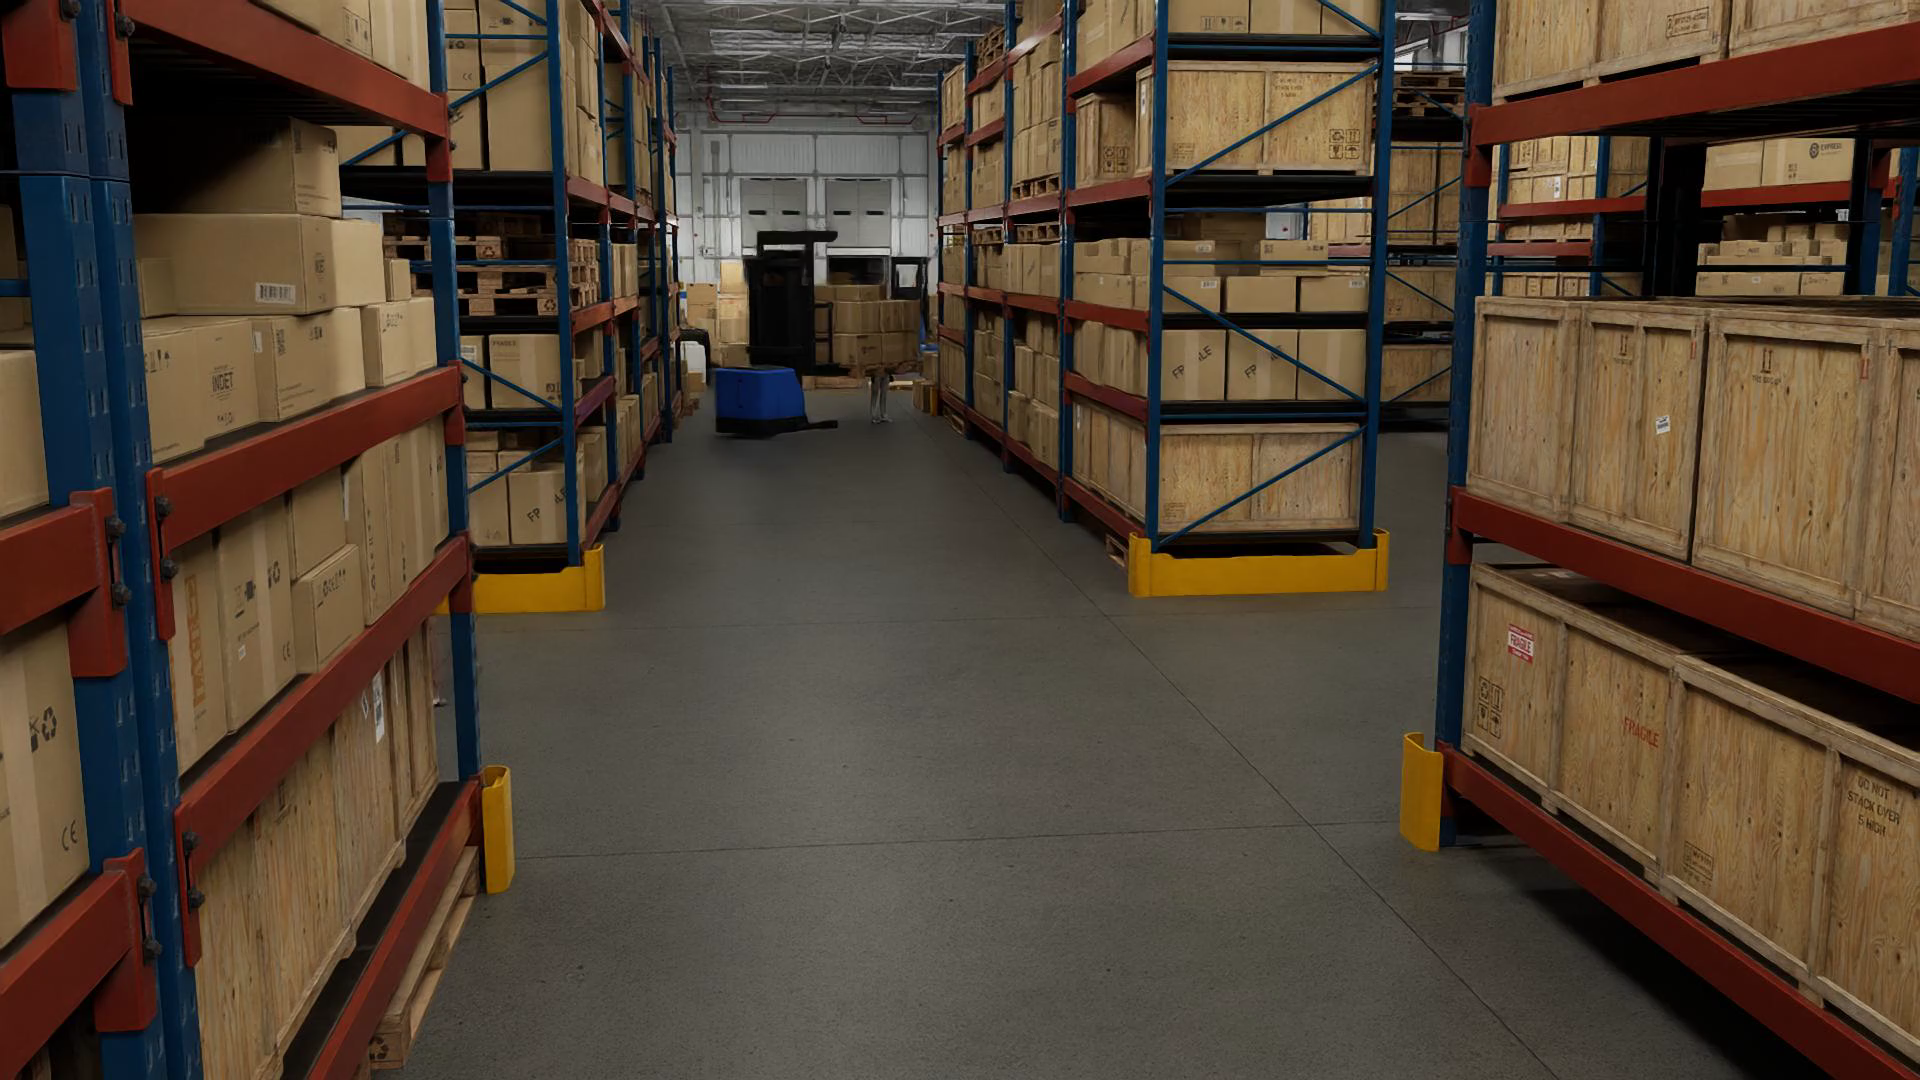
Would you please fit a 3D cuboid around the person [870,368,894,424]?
[{"bbox_3d":[-1.358,-2.825,28.617,0.311,1.642,0.513,9,13,43],"label":"person"}]

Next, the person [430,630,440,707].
[{"bbox_3d":[-3.641,0.146,10.578,0.657,1.887,0.673,0,10,-1],"label":"person"}]

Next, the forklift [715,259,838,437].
[{"bbox_3d":[-2.996,-3.137,26.831,1.129,2.768,1.873,6,12,32],"label":"forklift"}]

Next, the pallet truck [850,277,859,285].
[{"bbox_3d":[-3.782,-9.391,65.808,1.885,1.965,0.823,2,10,10],"label":"pallet truck"}]

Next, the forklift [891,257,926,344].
[{"bbox_3d":[-1.564,-7.038,49.539,1.129,2.768,1.873,1,10,8],"label":"forklift"}]

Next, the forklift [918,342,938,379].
[{"bbox_3d":[0.123,-4.276,33.457,1.873,2.768,1.129,-1,10,-7],"label":"forklift"}]

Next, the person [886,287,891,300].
[{"bbox_3d":[-2.387,-6.926,51.718,0.571,1.894,0.931,-4,11,-24],"label":"person"}]
